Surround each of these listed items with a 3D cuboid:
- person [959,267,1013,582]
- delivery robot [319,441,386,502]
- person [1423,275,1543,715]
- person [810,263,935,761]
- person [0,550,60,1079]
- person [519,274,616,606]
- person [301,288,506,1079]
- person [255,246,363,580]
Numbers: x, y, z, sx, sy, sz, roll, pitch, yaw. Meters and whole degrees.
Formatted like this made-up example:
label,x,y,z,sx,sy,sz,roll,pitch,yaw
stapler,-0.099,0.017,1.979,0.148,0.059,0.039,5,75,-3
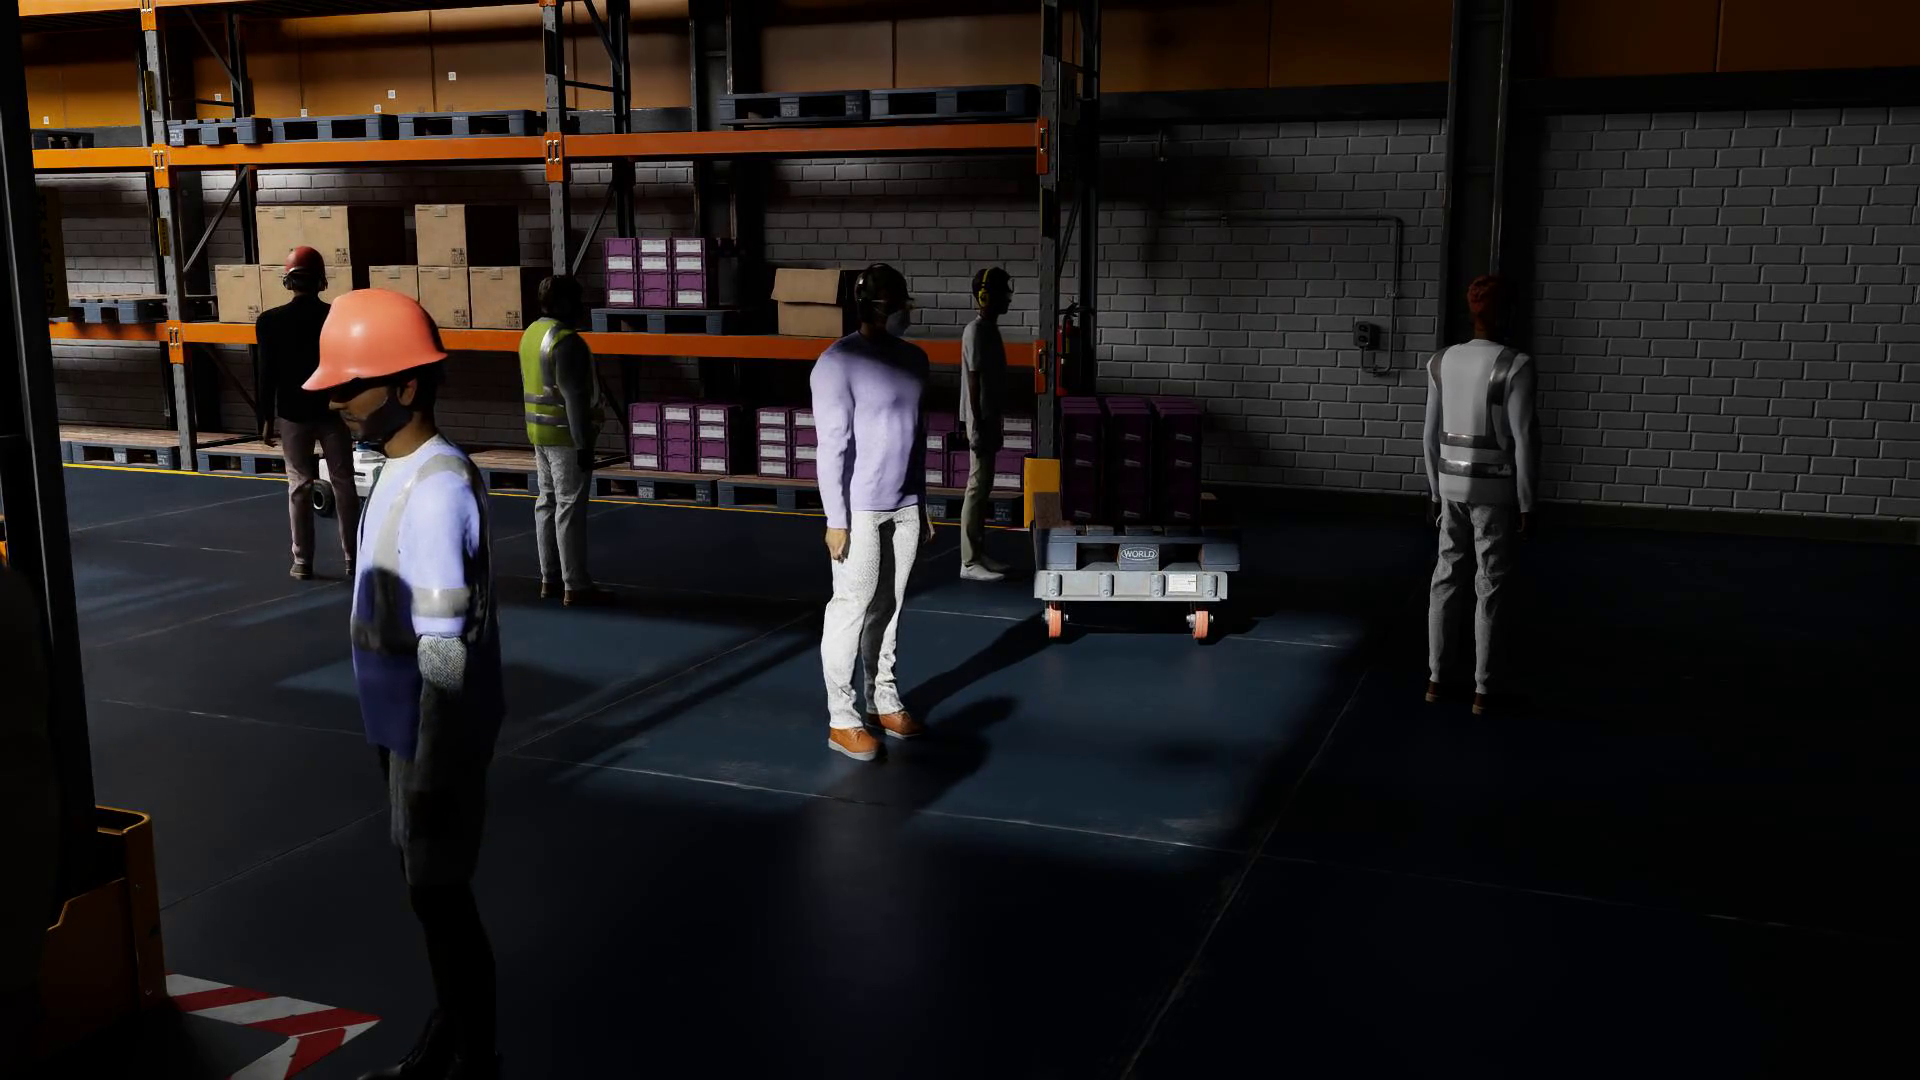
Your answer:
label,x,y,z,sx,sy,sz,roll,pitch,yaw
person,0.166,-0.695,10.009,0.325,1.871,0.516,2,10,12
delivery robot,-4.384,-0.488,12.256,0.707,0.478,0.477,6,12,32
person,2.250,-0.190,7.163,0.356,1.883,0.574,-7,12,-33
person,-0.327,-0.120,6.610,0.376,1.940,0.629,8,13,36
person,-1.659,0.618,2.503,0.634,1.936,0.351,2,10,9
person,-2.206,-0.558,9.325,0.429,1.844,0.622,-8,13,-37
person,-1.208,0.414,3.694,0.380,1.926,0.545,-5,11,-24
person,-3.888,-0.760,10.021,0.623,1.992,0.397,-5,11,-25
